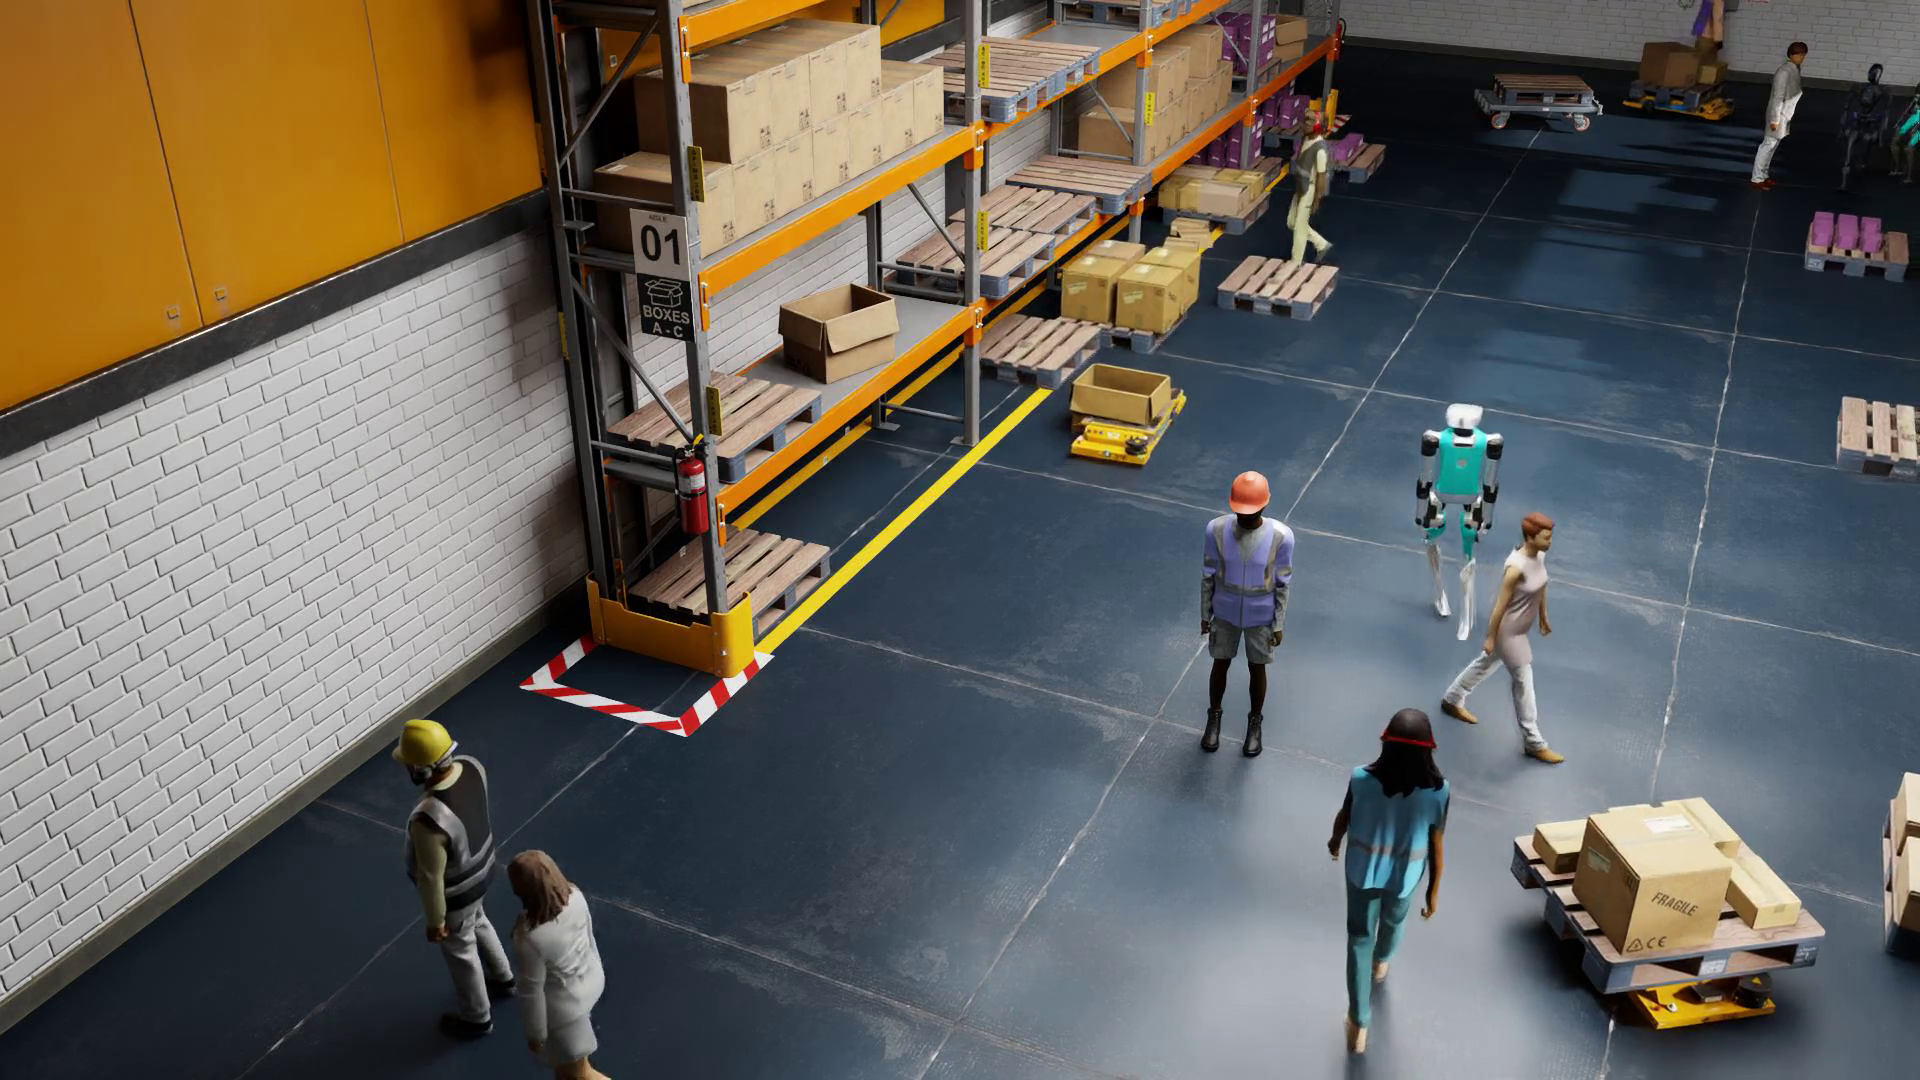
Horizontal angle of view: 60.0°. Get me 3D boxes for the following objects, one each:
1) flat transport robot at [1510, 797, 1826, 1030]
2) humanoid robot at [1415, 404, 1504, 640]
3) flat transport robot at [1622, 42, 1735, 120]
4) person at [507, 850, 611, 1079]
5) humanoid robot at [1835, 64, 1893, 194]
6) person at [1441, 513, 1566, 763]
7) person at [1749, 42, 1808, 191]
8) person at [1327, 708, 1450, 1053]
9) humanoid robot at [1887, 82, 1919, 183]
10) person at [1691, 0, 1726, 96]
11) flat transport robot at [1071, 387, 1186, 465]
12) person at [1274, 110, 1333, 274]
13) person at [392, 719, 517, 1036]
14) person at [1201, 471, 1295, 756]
[{"bbox_3d":[3.676,2.033,8.959,0.659,0.231,1.431,-5,29,-9],"label":"flat transport robot"},{"bbox_3d":[3.420,-0.210,11.585,0.556,1.773,0.774,6,29,12],"label":"humanoid robot"},{"bbox_3d":[10.725,-6.522,24.822,1.431,0.231,0.659,22,35,35],"label":"flat transport robot"},{"bbox_3d":[-1.700,2.085,7.436,0.787,1.628,0.504,9,30,16],"label":"person"},{"bbox_3d":[11.335,-5.161,20.872,0.586,1.630,0.768,23,36,36],"label":"humanoid robot"},{"bbox_3d":[3.440,0.547,10.292,0.869,1.613,0.464,21,35,34],"label":"person"},{"bbox_3d":[10.383,-5.365,21.035,0.361,1.827,0.515,22,35,35],"label":"person"},{"bbox_3d":[2.074,1.574,8.160,0.512,1.830,0.853,4,29,8],"label":"person"},{"bbox_3d":[12.286,-5.474,21.329,0.737,1.772,0.530,-10,30,-17],"label":"humanoid robot"},{"bbox_3d":[11.452,-7.640,25.170,0.779,1.900,0.581,5,29,9],"label":"person"},{"bbox_3d":[1.509,-1.069,14.710,0.659,0.231,1.431,10,30,19],"label":"flat transport robot"},{"bbox_3d":[3.797,-3.767,18.066,0.584,1.829,0.578,-3,28,-6],"label":"person"},{"bbox_3d":[-2.457,1.641,8.057,0.404,1.820,0.607,2,28,4],"label":"person"},{"bbox_3d":[1.722,0.452,10.146,0.540,1.931,0.382,8,29,15],"label":"person"}]
